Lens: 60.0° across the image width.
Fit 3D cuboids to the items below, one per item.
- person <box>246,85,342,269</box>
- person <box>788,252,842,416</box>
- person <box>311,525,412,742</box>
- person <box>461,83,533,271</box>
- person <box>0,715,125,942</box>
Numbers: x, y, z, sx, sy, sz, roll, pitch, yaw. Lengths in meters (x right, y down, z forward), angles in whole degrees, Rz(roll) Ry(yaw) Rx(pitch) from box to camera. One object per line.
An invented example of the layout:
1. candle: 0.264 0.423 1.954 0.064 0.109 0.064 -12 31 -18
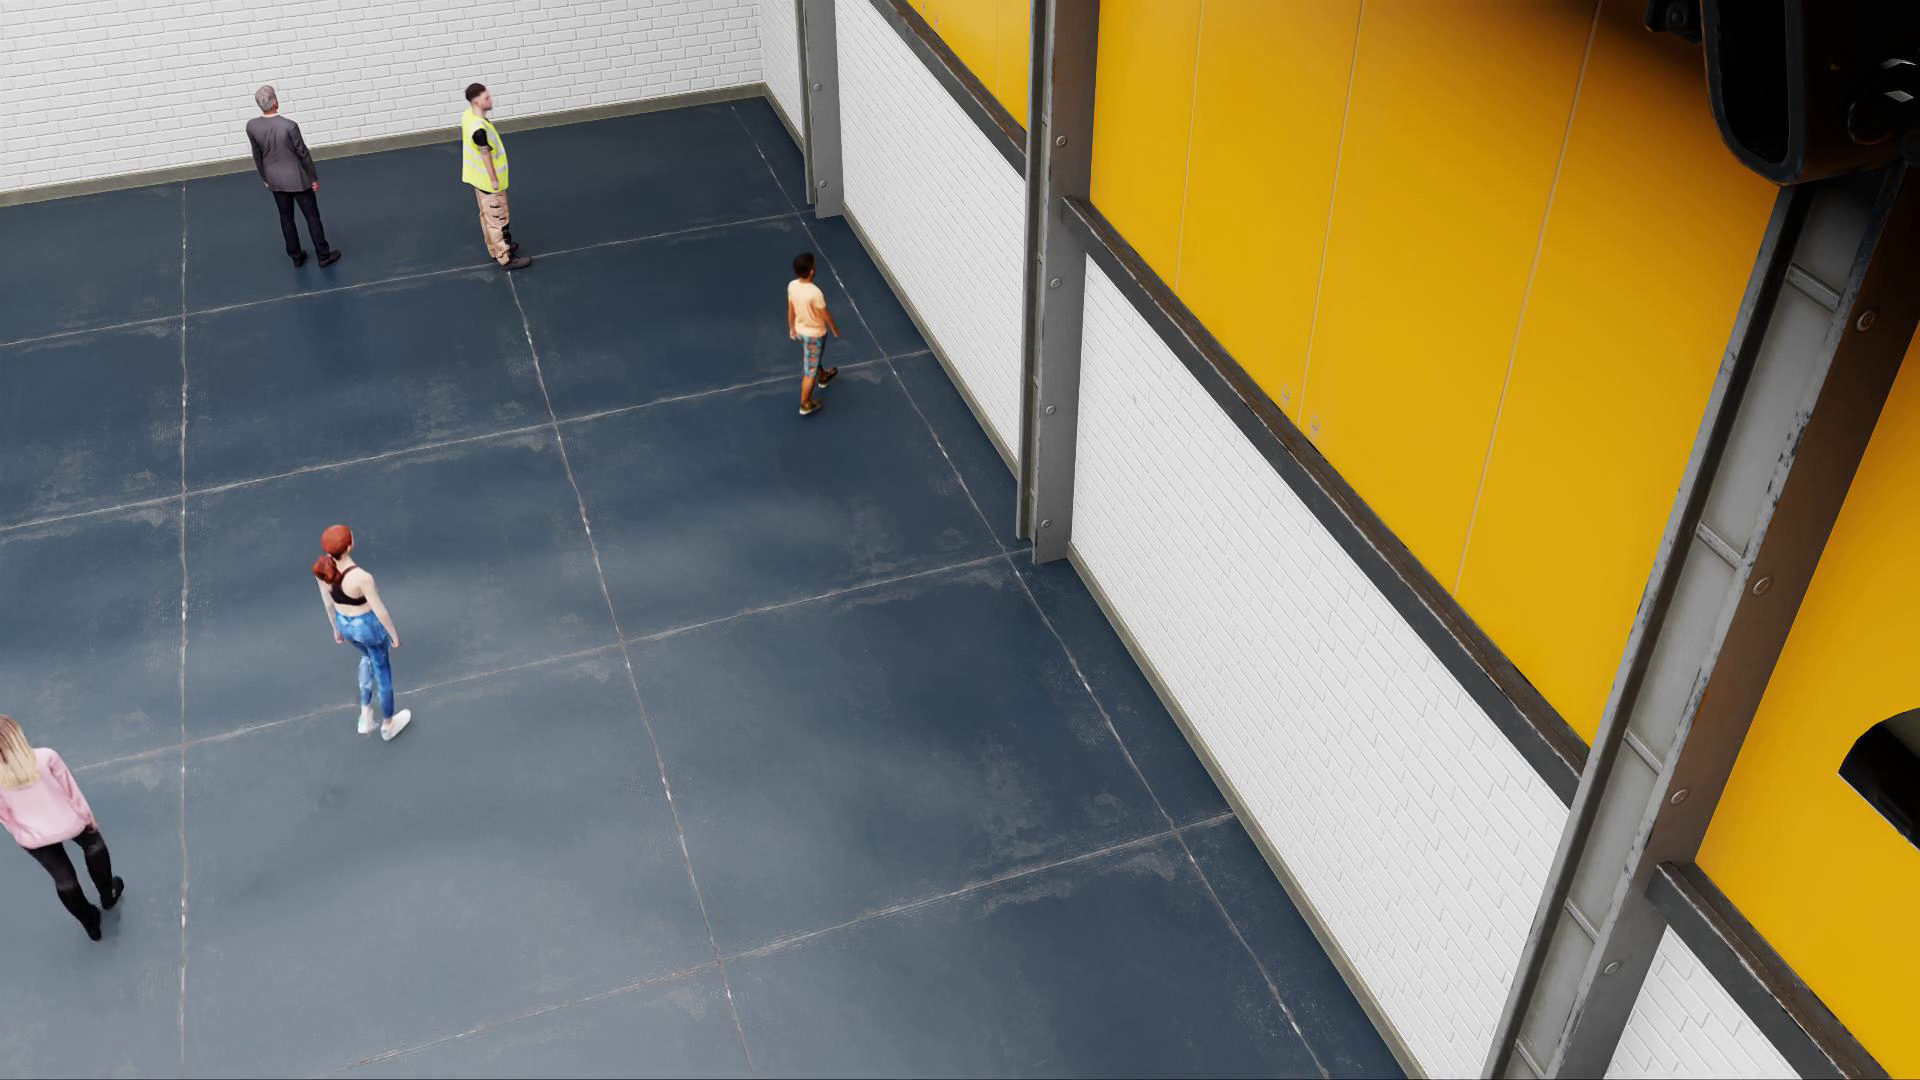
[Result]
1. person: -6.420 -3.475 15.918 0.791 1.842 0.754 2 39 2
2. person: -1.290 -1.716 14.043 0.895 1.434 0.863 26 45 28
3. person: -3.911 0.668 10.783 0.738 1.776 0.802 11 40 13
4. person: -4.503 -3.497 15.944 0.800 1.845 0.676 -19 42 -22
5. person: -5.216 1.710 9.560 0.646 1.674 0.667 -16 41 -19
